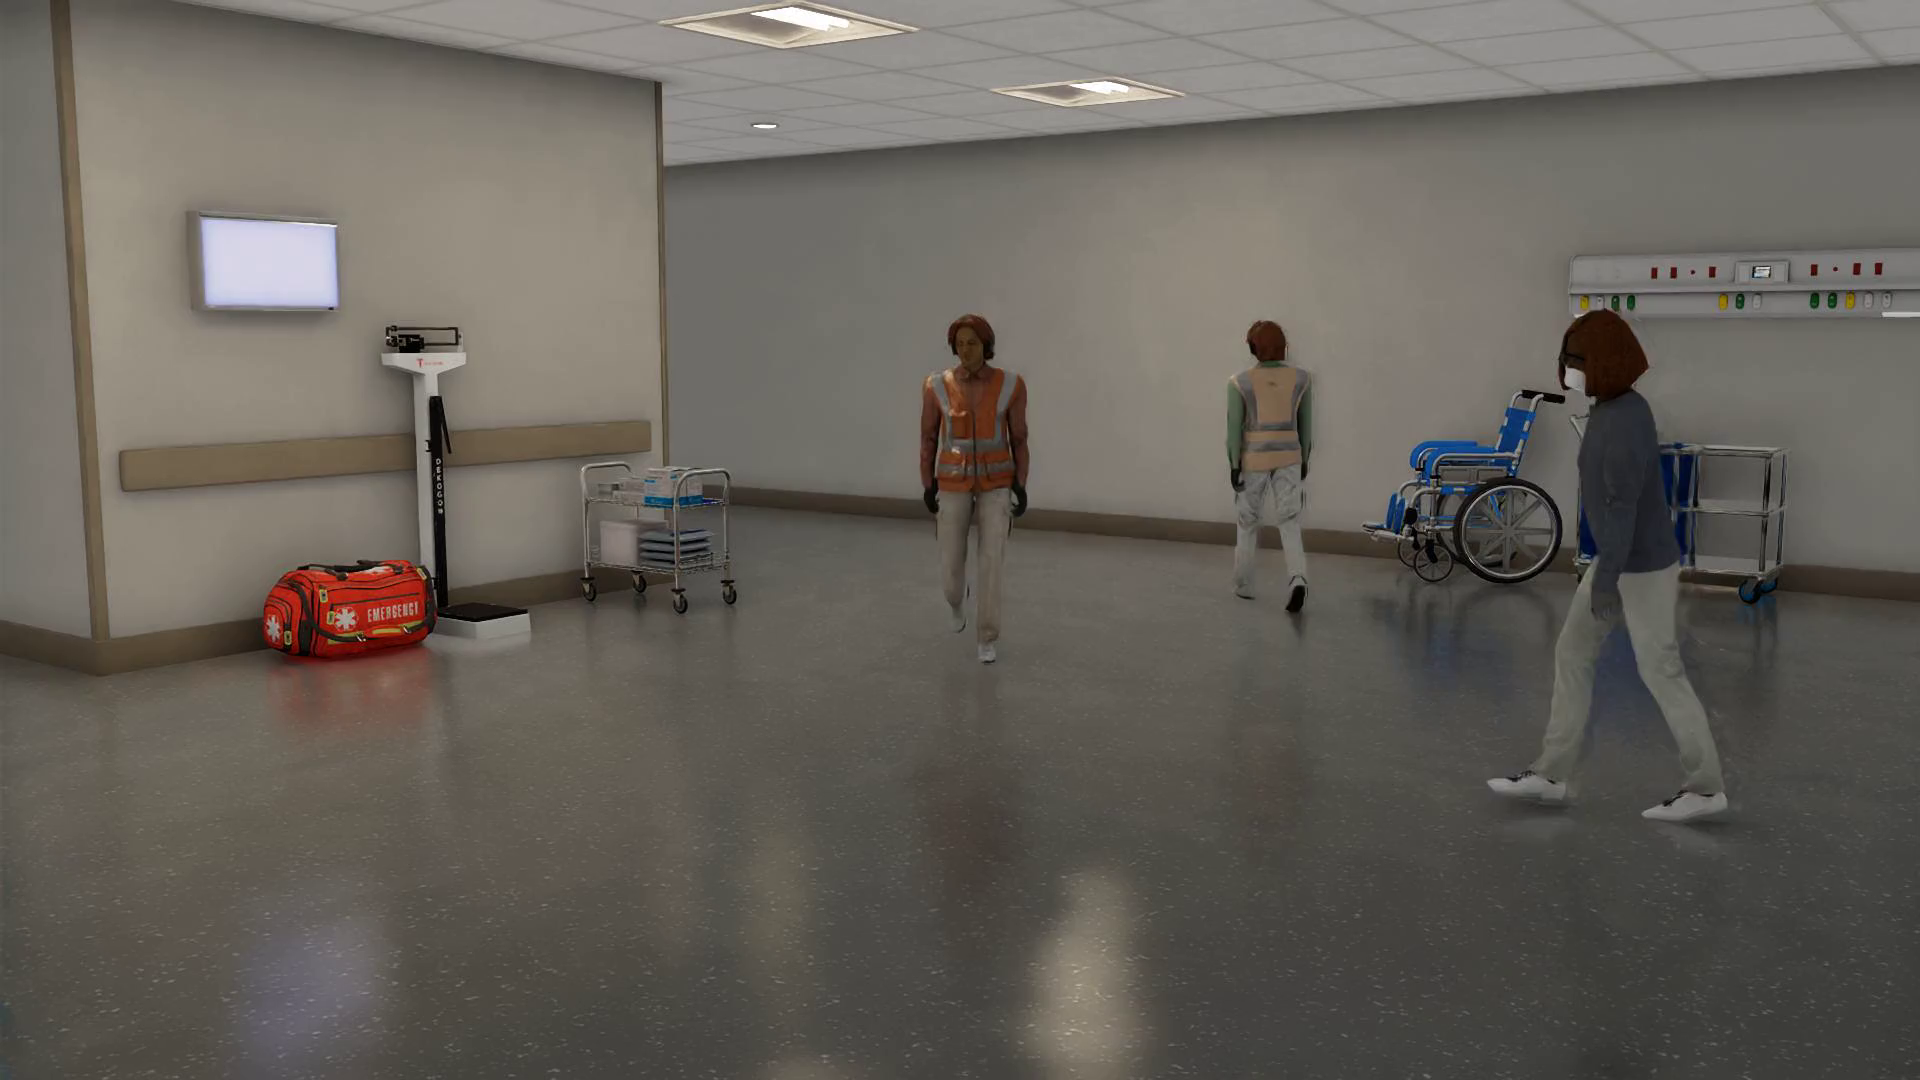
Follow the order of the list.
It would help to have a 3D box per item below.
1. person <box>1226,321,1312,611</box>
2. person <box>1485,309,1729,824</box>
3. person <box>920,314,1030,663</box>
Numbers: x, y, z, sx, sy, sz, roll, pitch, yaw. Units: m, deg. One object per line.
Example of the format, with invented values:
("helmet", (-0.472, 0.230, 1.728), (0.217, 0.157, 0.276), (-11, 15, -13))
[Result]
("person", (1.746, -0.420, 9.280), (0.515, 1.606, 0.808), (0, 7, -3))
("person", (2.028, 0.093, 5.160), (0.804, 1.594, 0.521), (1, 7, 8))
("person", (0.070, -0.254, 7.875), (0.518, 1.621, 0.551), (0, 7, 1))
